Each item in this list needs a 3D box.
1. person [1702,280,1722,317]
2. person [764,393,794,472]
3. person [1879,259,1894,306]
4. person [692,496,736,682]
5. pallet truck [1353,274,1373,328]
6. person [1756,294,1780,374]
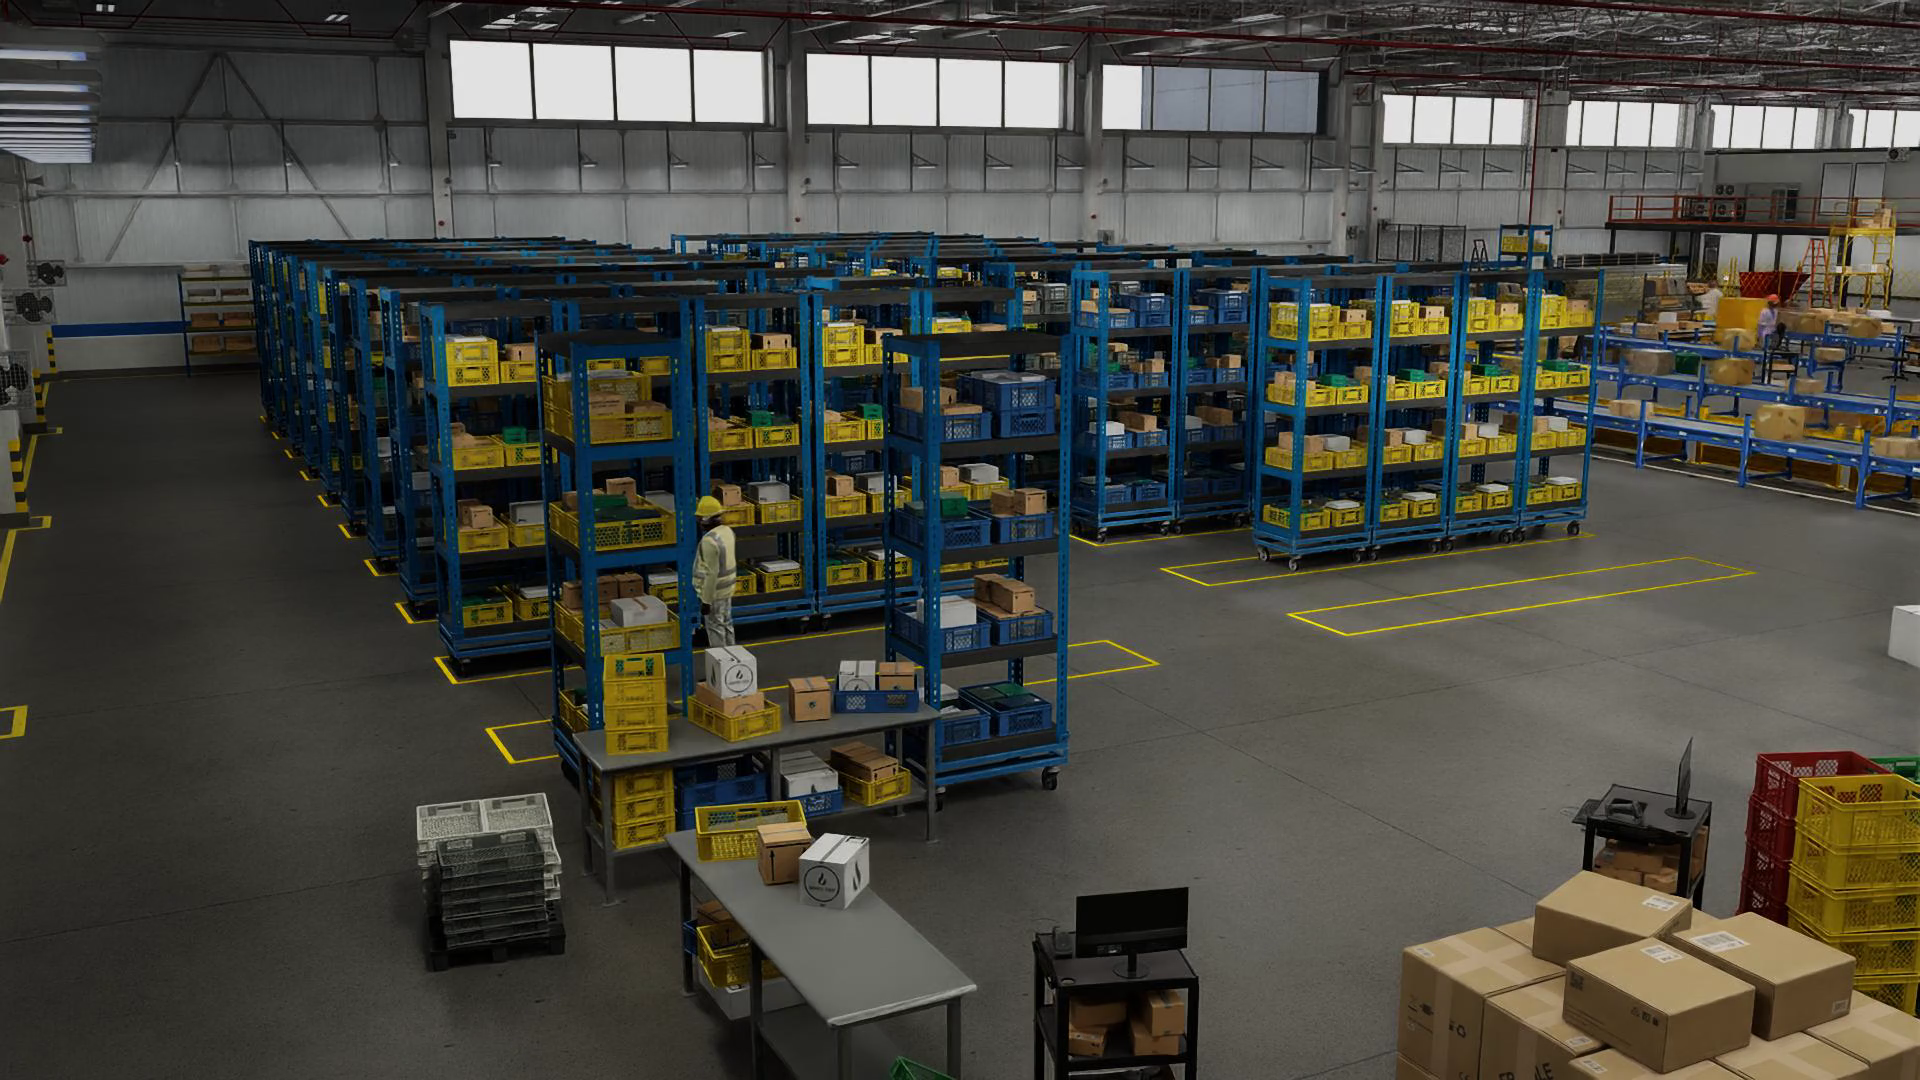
[{"bbox_3d":[22.699,-6.922,50.237,0.789,1.882,0.646,-4,13,-18],"label":"person"},{"bbox_3d":[-2.872,-1.814,26.555,0.590,1.787,0.989,-7,14,-30],"label":"person"},{"bbox_3d":[36.172,-10.027,64.845,0.506,1.847,0.346,-8,15,-34],"label":"person"},{"bbox_3d":[-2.325,0.484,15.721,0.404,1.827,0.601,2,12,11],"label":"person"},{"bbox_3d":[13.011,-8.050,55.243,0.823,1.965,1.885,-7,14,-28],"label":"pallet truck"},{"bbox_3d":[20.217,-5.180,41.779,0.630,2.022,0.641,-8,15,-34],"label":"person"}]
